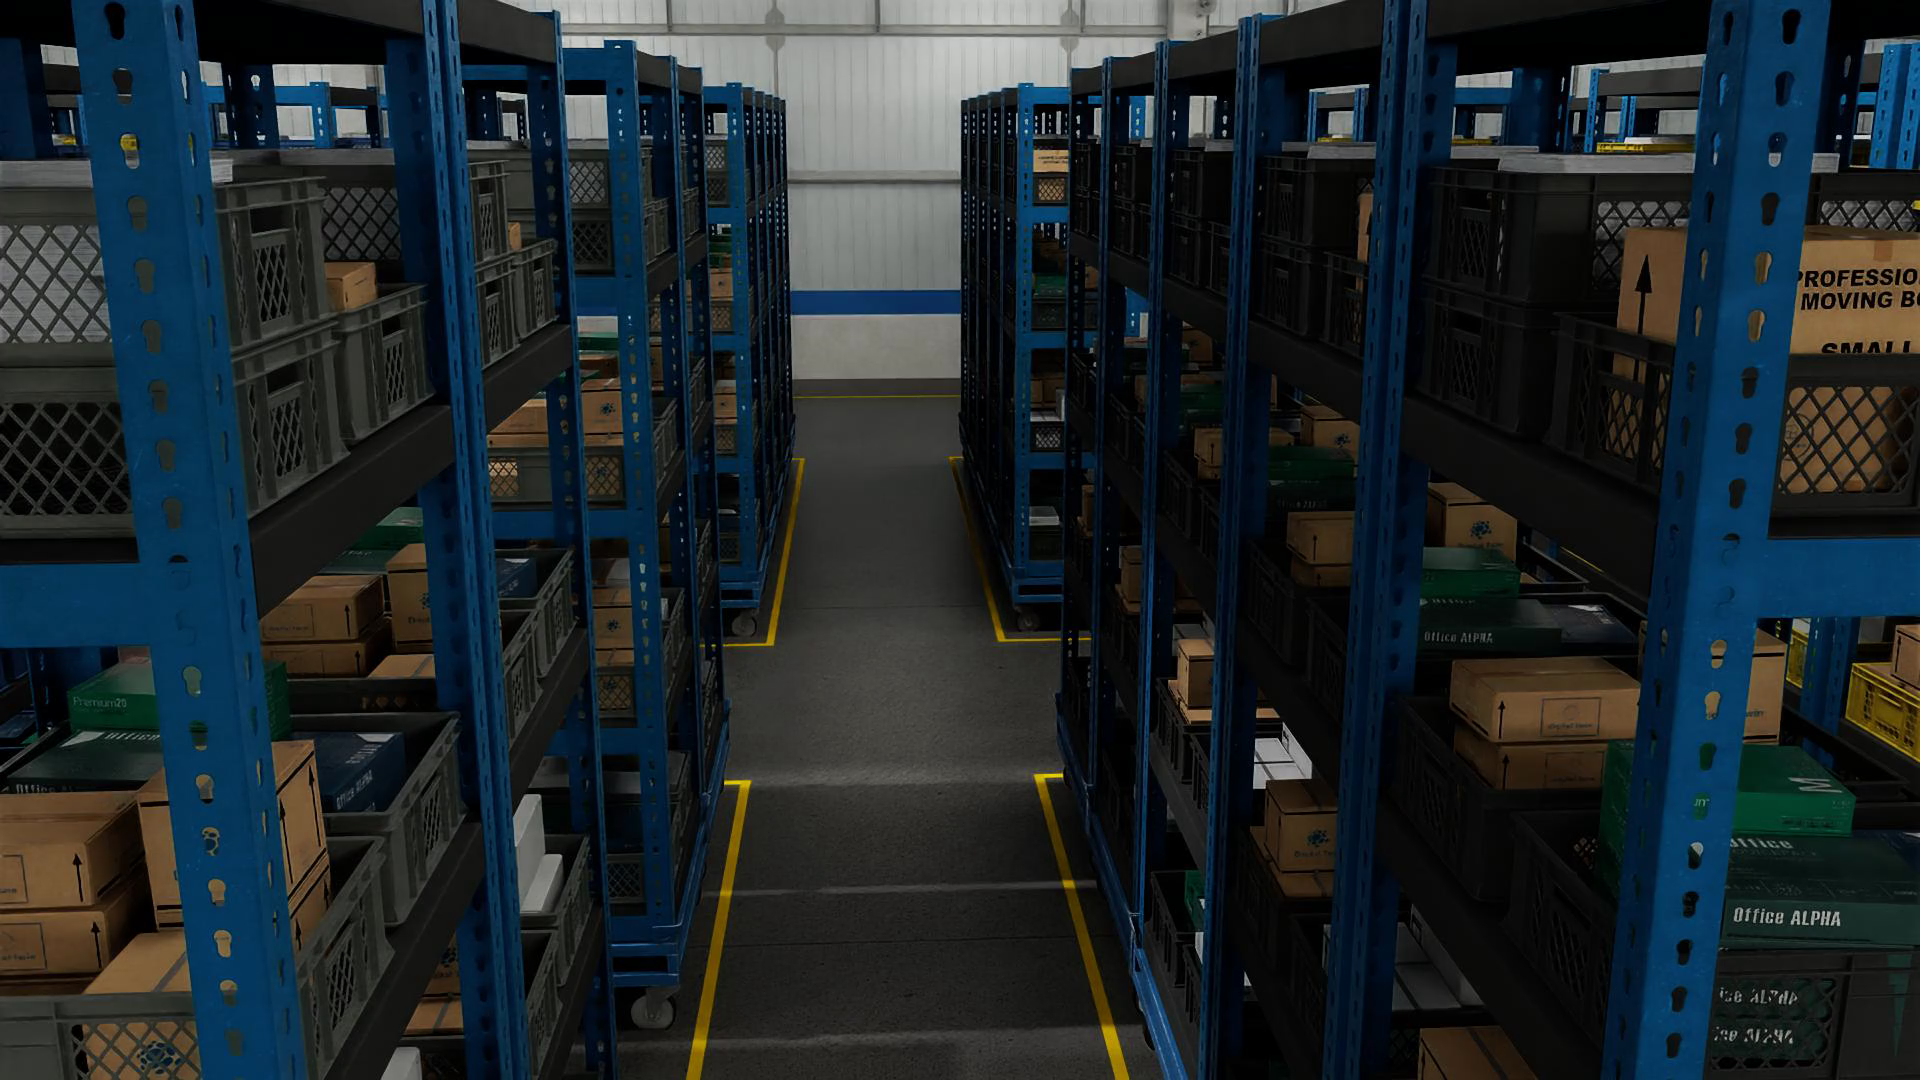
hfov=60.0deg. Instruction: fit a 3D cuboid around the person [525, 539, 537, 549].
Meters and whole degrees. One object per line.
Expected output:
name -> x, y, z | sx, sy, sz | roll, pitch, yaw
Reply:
person -> -2.645, -0.206, 10.470 | 0.383, 1.996, 0.609 | -1, 14, -3
